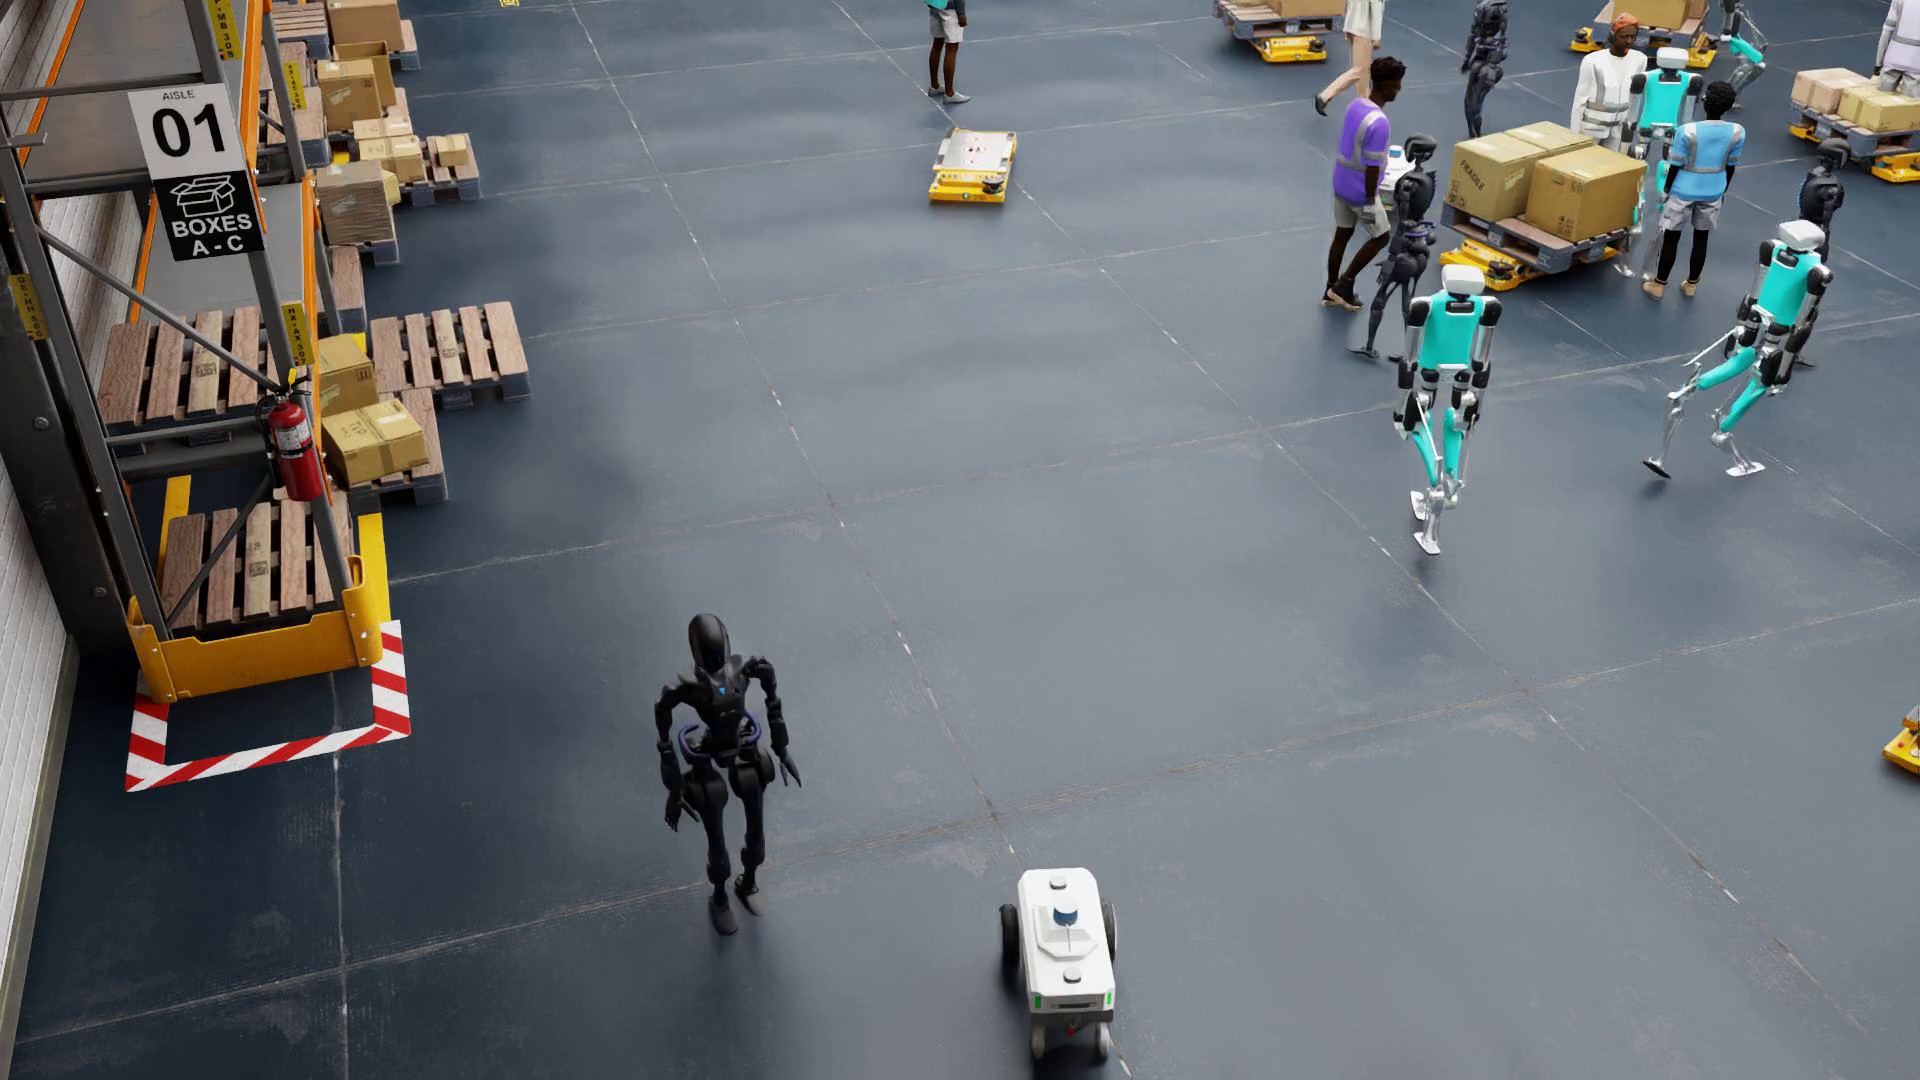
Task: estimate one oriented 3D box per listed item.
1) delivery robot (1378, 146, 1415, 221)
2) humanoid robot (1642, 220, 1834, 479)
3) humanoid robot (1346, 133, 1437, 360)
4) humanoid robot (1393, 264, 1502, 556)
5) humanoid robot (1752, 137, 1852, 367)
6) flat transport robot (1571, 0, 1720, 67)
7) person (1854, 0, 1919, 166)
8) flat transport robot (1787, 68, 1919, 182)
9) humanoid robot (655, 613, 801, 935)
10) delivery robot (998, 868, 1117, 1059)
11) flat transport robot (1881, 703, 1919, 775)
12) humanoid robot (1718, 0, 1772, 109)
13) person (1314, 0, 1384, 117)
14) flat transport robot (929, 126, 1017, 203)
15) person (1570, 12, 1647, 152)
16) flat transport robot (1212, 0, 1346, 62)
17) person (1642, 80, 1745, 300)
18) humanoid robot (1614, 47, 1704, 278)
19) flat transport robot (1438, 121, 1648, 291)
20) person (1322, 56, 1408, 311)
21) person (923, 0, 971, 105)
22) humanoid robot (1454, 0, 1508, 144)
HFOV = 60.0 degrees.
[{"bbox_3d":[3.706,-3.075,14.329,0.499,0.612,0.796,15,36,21],"label":"delivery robot"},{"bbox_3d":[4.691,-1.072,10.214,1.040,1.777,0.531,-9,34,-14],"label":"humanoid robot"},{"bbox_3d":[3.128,-2.048,11.713,0.541,1.641,0.606,19,37,26],"label":"humanoid robot"},{"bbox_3d":[2.791,-0.661,9.535,0.545,1.751,0.959,-2,33,-4],"label":"humanoid robot"},{"bbox_3d":[5.969,-2.027,11.677,0.397,1.655,0.588,4,33,7],"label":"humanoid robot"},{"bbox_3d":[7.492,-5.430,18.187,1.431,0.231,0.659,17,37,24],"label":"flat transport robot"},{"bbox_3d":[8.489,-4.272,14.885,0.354,1.934,0.550,-27,42,-35],"label":"person"},{"bbox_3d":[8.506,-3.680,15.502,0.659,0.231,1.431,-8,34,-12],"label":"flat transport robot"},{"bbox_3d":[-0.981,0.970,7.091,0.607,1.648,0.313,-17,37,-24],"label":"humanoid robot"},{"bbox_3d":[0.432,1.716,6.936,0.499,0.563,0.738,-2,33,-3],"label":"delivery robot"},{"bbox_3d":[5.361,0.905,8.470,1.431,0.231,0.659,-25,41,-33],"label":"flat transport robot"},{"bbox_3d":[7.647,-5.006,16.216,0.790,1.781,0.551,11,35,16],"label":"humanoid robot"},{"bbox_3d":[3.820,-4.883,16.083,0.711,1.641,0.478,-10,34,-15],"label":"person"},{"bbox_3d":[0.132,-3.412,15.091,0.659,0.231,1.431,4,33,5],"label":"flat transport robot"},{"bbox_3d":[5.186,-3.298,13.442,0.574,1.882,0.356,-8,34,-12],"label":"person"},{"bbox_3d":[3.511,-5.612,18.465,0.659,0.231,1.431,-5,33,-8],"label":"flat transport robot"},{"bbox_3d":[5.560,-2.629,12.580,0.537,1.699,0.317,0,33,0],"label":"person"},{"bbox_3d":[5.382,-2.839,12.886,0.530,1.793,0.735,5,33,8],"label":"humanoid robot"},{"bbox_3d":[4.637,-2.357,13.474,1.431,0.231,0.659,-19,37,-26],"label":"flat transport robot"},{"bbox_3d":[2.985,-2.617,12.337,0.432,1.944,0.624,-7,34,-10],"label":"person"},{"bbox_3d":[-0.130,-5.317,16.498,0.454,1.931,0.554,-18,37,-26],"label":"person"},{"bbox_3d":[4.843,-4.425,15.353,0.329,1.648,0.601,-7,34,-11],"label":"humanoid robot"}]
